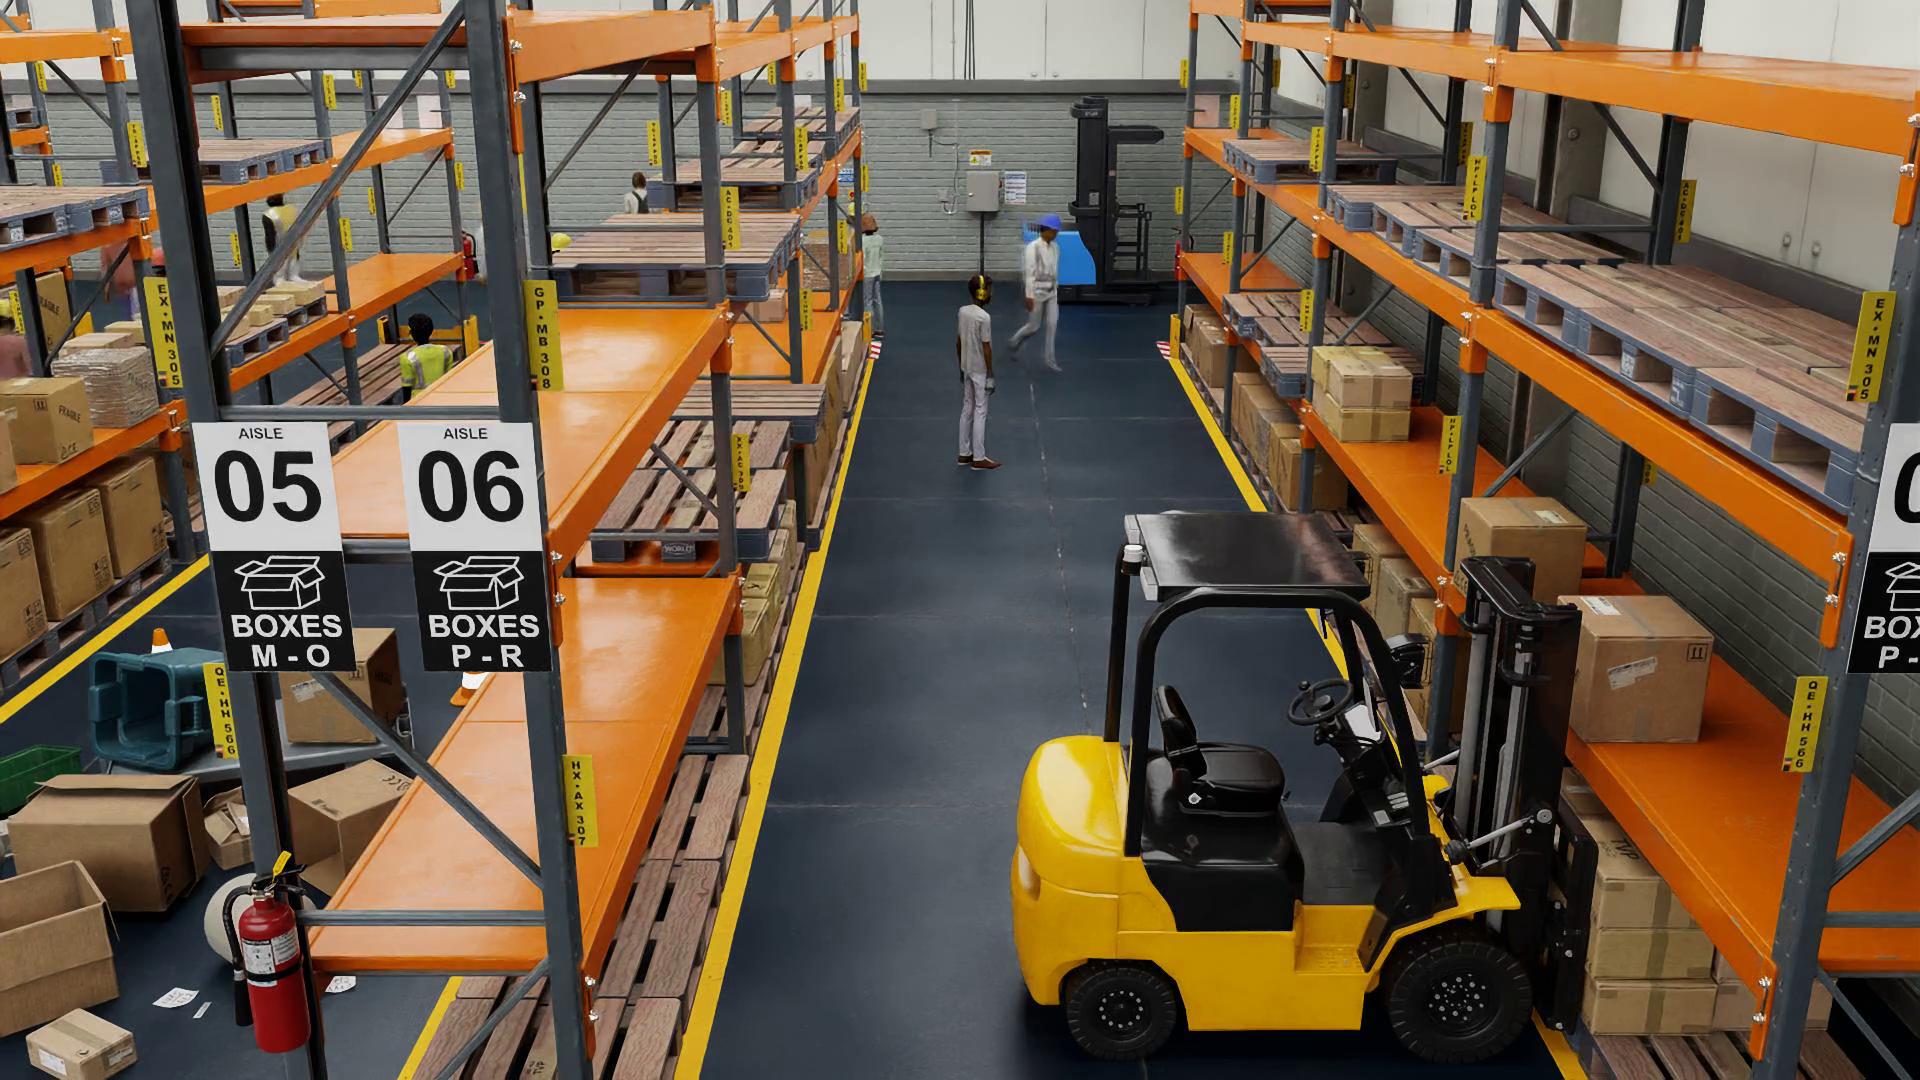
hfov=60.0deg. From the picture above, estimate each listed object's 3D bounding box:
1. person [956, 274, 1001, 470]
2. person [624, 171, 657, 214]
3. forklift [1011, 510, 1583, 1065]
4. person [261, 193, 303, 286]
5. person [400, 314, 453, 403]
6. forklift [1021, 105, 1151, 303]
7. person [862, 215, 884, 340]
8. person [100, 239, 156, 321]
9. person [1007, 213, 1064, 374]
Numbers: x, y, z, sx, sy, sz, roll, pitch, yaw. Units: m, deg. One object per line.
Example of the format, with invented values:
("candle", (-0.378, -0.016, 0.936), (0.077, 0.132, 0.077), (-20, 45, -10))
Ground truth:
("person", (0.164, -1.608, 15.946), (0.310, 1.864, 0.532), (-12, 22, -32))
("person", (-4.876, -4.745, 25.541), (0.515, 1.808, 0.954), (-8, 20, -23))
("forklift", (1.387, 1.055, 7.378), (2.313, 2.155, 1.214), (0, 18, 0))
("person", (-9.445, -4.025, 23.313), (0.631, 1.827, 0.630), (9, 20, 25))
("person", (-4.765, -1.193, 14.967), (0.319, 1.692, 0.536), (14, 23, 36))
("forklift", (1.857, -4.944, 24.441), (1.873, 2.768, 1.129), (0, 18, 0))
("person", (-1.191, -3.458, 21.902), (0.265, 1.632, 0.508), (12, 22, 32))
("person", (-10.110, -3.114, 20.365), (0.603, 1.967, 0.941), (1, 18, 3))
("person", (0.934, -2.980, 20.035), (0.616, 1.903, 0.756), (-17, 25, -41))
